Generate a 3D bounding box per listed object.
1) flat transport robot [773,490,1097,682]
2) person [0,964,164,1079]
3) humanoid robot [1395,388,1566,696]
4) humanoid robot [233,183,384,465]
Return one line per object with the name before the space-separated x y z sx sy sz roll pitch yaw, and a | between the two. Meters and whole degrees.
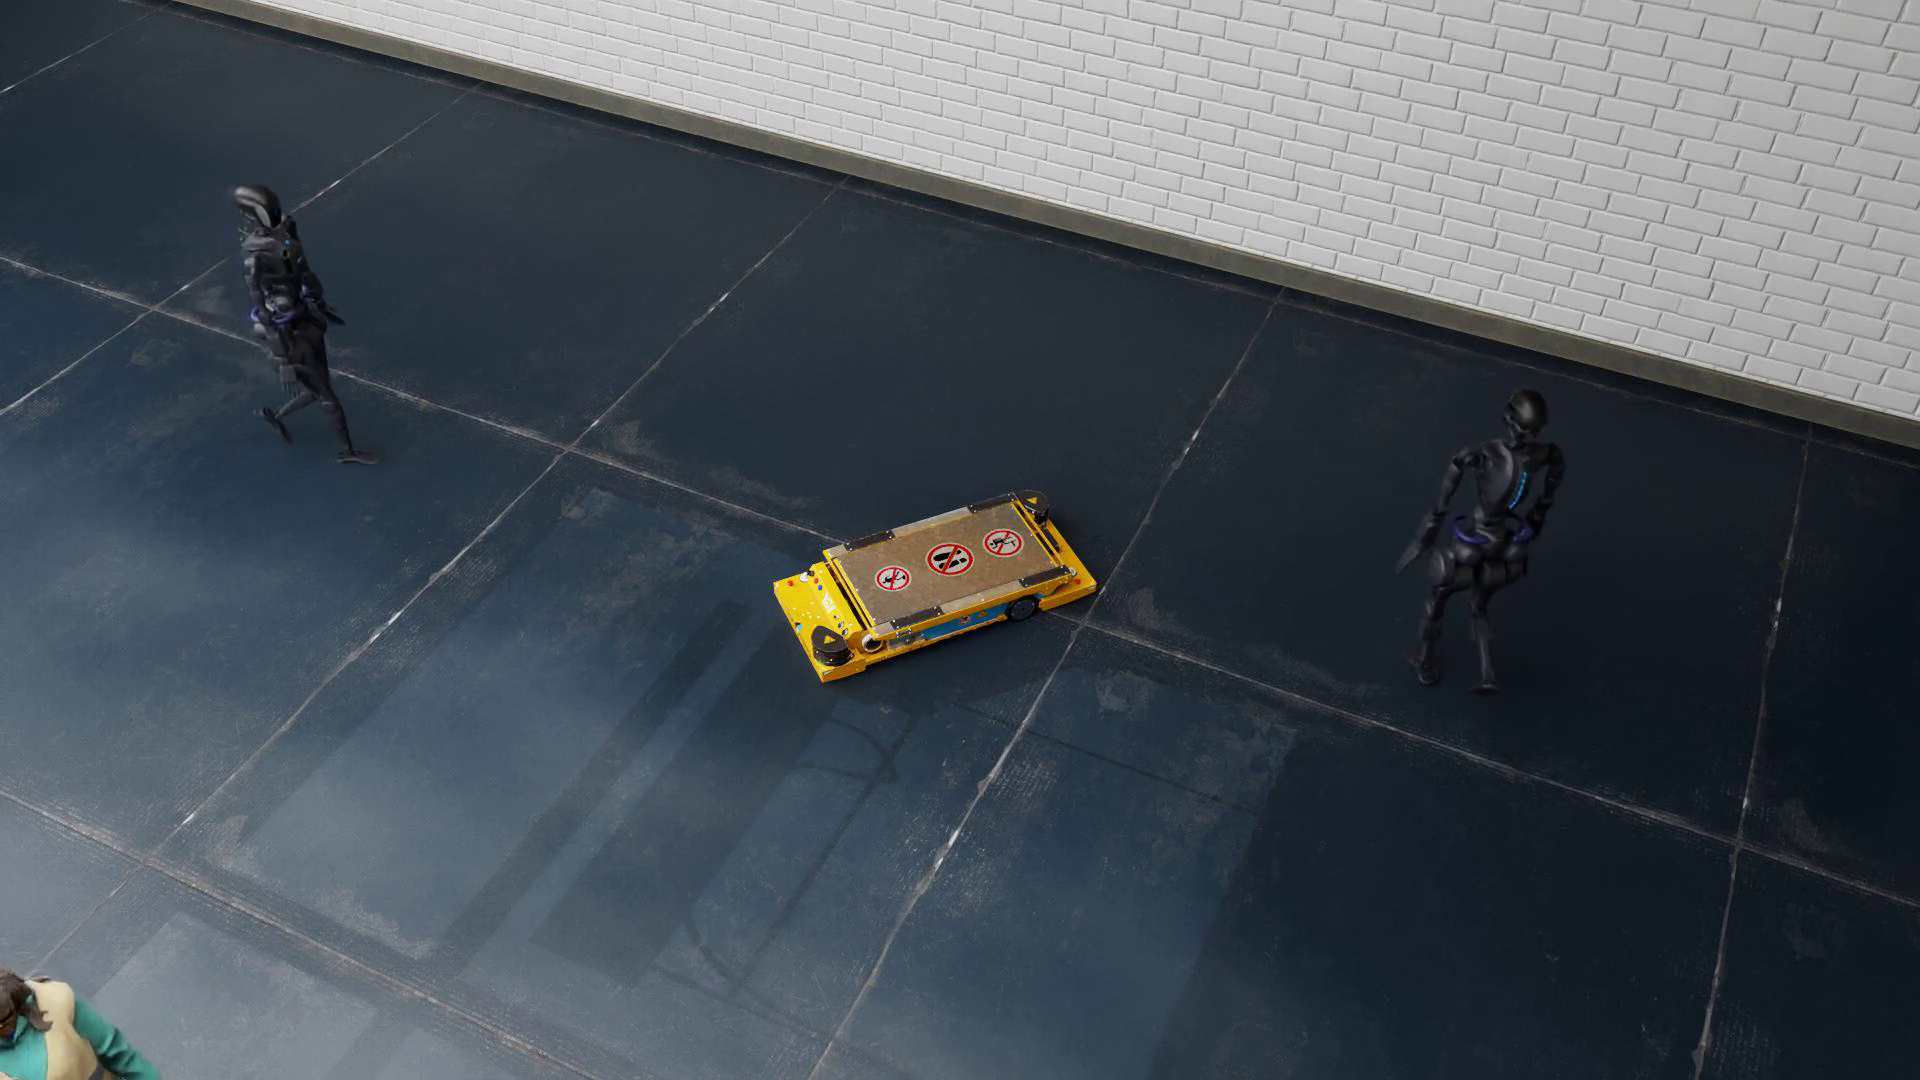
flat transport robot | -0.120 0.201 8.038 1.431 0.231 0.659 -17 46 -18
person | -2.728 1.858 5.198 0.570 1.692 0.508 28 50 27
humanoid robot | 2.239 0.078 7.142 0.599 1.644 0.527 -9 44 -10
humanoid robot | -3.417 -1.071 8.386 0.622 1.631 0.611 3 43 3
